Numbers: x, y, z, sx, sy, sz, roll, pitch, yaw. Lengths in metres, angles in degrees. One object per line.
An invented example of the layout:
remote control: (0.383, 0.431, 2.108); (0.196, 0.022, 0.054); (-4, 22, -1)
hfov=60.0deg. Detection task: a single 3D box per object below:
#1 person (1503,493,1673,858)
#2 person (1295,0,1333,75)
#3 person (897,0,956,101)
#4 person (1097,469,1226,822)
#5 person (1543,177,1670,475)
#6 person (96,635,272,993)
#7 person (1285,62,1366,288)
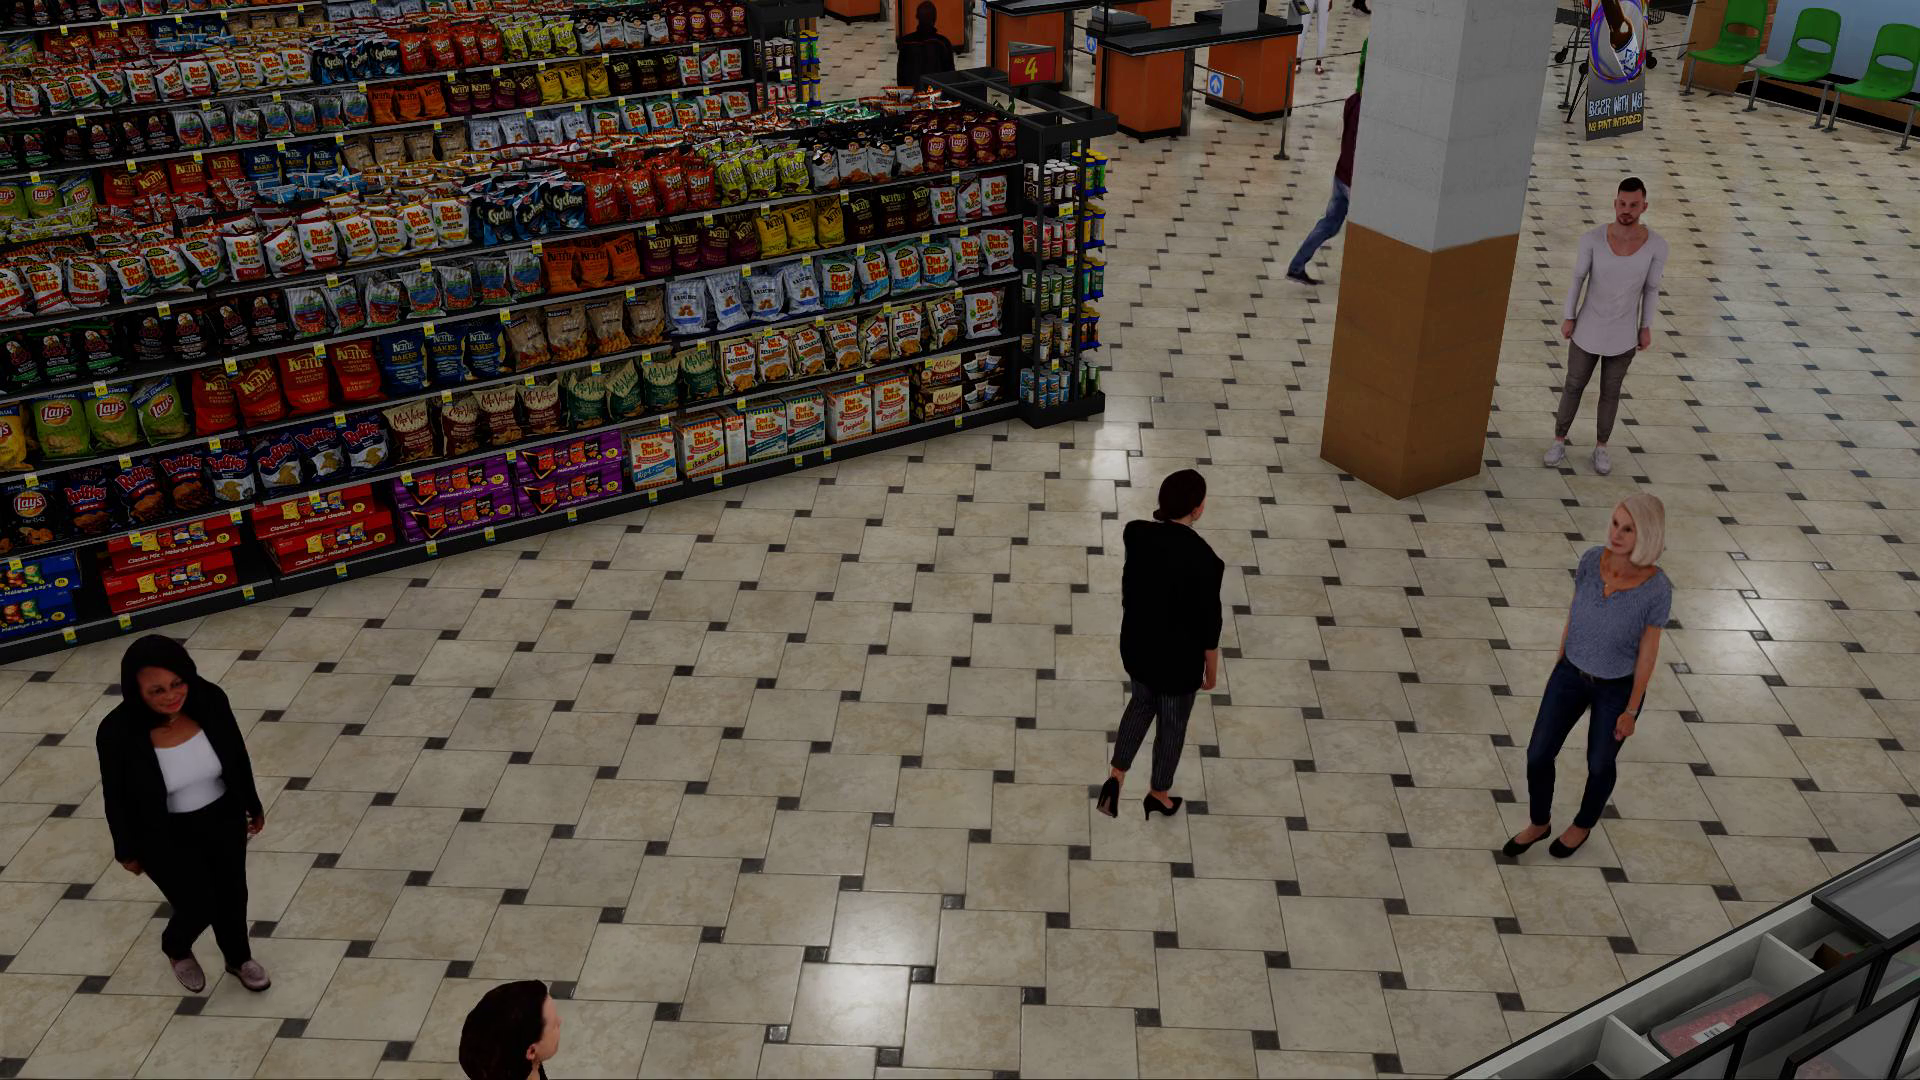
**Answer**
person: (2.662, 0.556, 6.798); (0.689, 1.712, 0.645); (-20, 35, -32)
person: (4.160, -6.338, 19.411); (0.651, 1.725, 0.733); (4, 29, 7)
person: (-0.294, -3.844, 14.739); (0.772, 1.825, 0.841); (6, 29, 11)
person: (0.788, 0.515, 6.885); (0.772, 1.702, 0.862); (24, 37, 37)
person: (3.915, -1.300, 10.064); (0.745, 1.840, 0.787); (9, 30, 16)
person: (-2.870, 1.001, 6.098); (0.861, 1.601, 0.785); (18, 34, 30)
person: (2.941, -2.759, 12.771); (1.266, 1.807, 0.942); (-5, 29, -9)
